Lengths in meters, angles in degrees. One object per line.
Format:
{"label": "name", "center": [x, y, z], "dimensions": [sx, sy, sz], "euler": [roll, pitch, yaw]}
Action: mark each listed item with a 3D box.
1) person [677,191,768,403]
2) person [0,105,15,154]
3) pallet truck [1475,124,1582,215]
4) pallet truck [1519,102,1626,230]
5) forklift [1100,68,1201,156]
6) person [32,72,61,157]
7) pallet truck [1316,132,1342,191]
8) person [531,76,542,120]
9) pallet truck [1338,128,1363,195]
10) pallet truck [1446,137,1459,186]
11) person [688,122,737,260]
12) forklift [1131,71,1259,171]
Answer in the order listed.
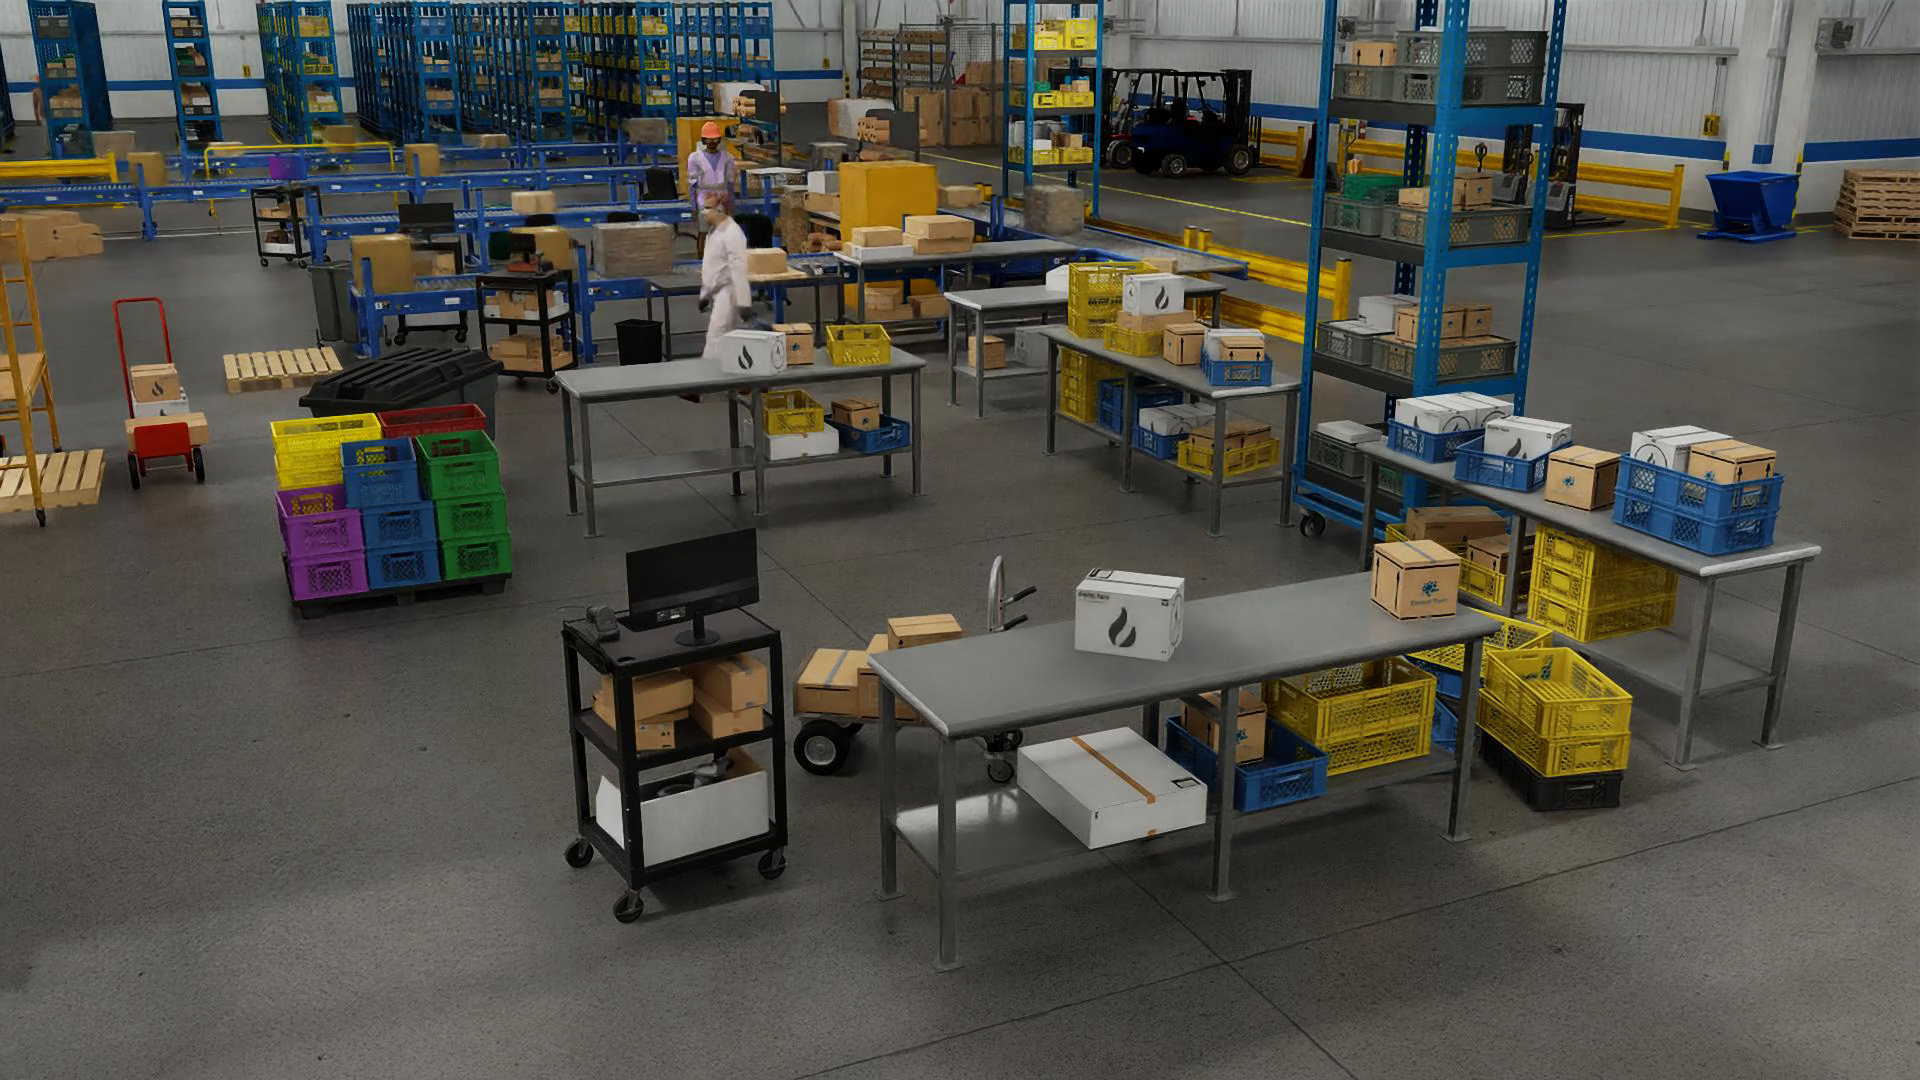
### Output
{"label": "person", "center": [-2.168, -2.156, 14.790], "dimensions": [0.988, 1.854, 0.669], "euler": [-7, 19, -20]}
{"label": "person", "center": [-23.800, -10.388, 40.816], "dimensions": [0.754, 1.812, 0.602], "euler": [-7, 19, -21]}
{"label": "pallet truck", "center": [9.707, -6.455, 28.103], "dimensions": [1.885, 1.965, 0.823], "euler": [-7, 19, -20]}
{"label": "pallet truck", "center": [9.972, -6.037, 26.785], "dimensions": [1.885, 1.965, 0.823], "euler": [-9, 20, -25]}
{"label": "forklift", "center": [4.082, -9.564, 37.410], "dimensions": [2.680, 1.987, 1.157], "euler": [-8, 19, -23]}
{"label": "person", "center": [-21.885, -10.222, 39.980], "dimensions": [0.624, 1.990, 0.401], "euler": [-11, 21, -30]}
{"label": "pallet truck", "center": [7.723, -7.504, 32.656], "dimensions": [1.601, 1.201, 0.680], "euler": [-8, 19, -23]}
{"label": "person", "center": [-11.694, -12.071, 46.038], "dimensions": [0.389, 1.847, 0.563], "euler": [-7, 19, -21]}
{"label": "pallet truck", "center": [7.845, -7.140, 31.411], "dimensions": [1.522, 1.261, 0.704], "euler": [-9, 20, -25]}
{"label": "pallet truck", "center": [9.184, -6.485, 29.328], "dimensions": [1.630, 1.274, 0.653], "euler": [-8, 19, -23]}
{"label": "person", "center": [-3.124, -4.256, 21.100], "dimensions": [0.605, 2.045, 0.387], "euler": [-8, 19, -23]}
{"label": "forklift", "center": [4.998, -8.936, 35.413], "dimensions": [2.680, 1.987, 1.157], "euler": [-9, 20, -25]}
